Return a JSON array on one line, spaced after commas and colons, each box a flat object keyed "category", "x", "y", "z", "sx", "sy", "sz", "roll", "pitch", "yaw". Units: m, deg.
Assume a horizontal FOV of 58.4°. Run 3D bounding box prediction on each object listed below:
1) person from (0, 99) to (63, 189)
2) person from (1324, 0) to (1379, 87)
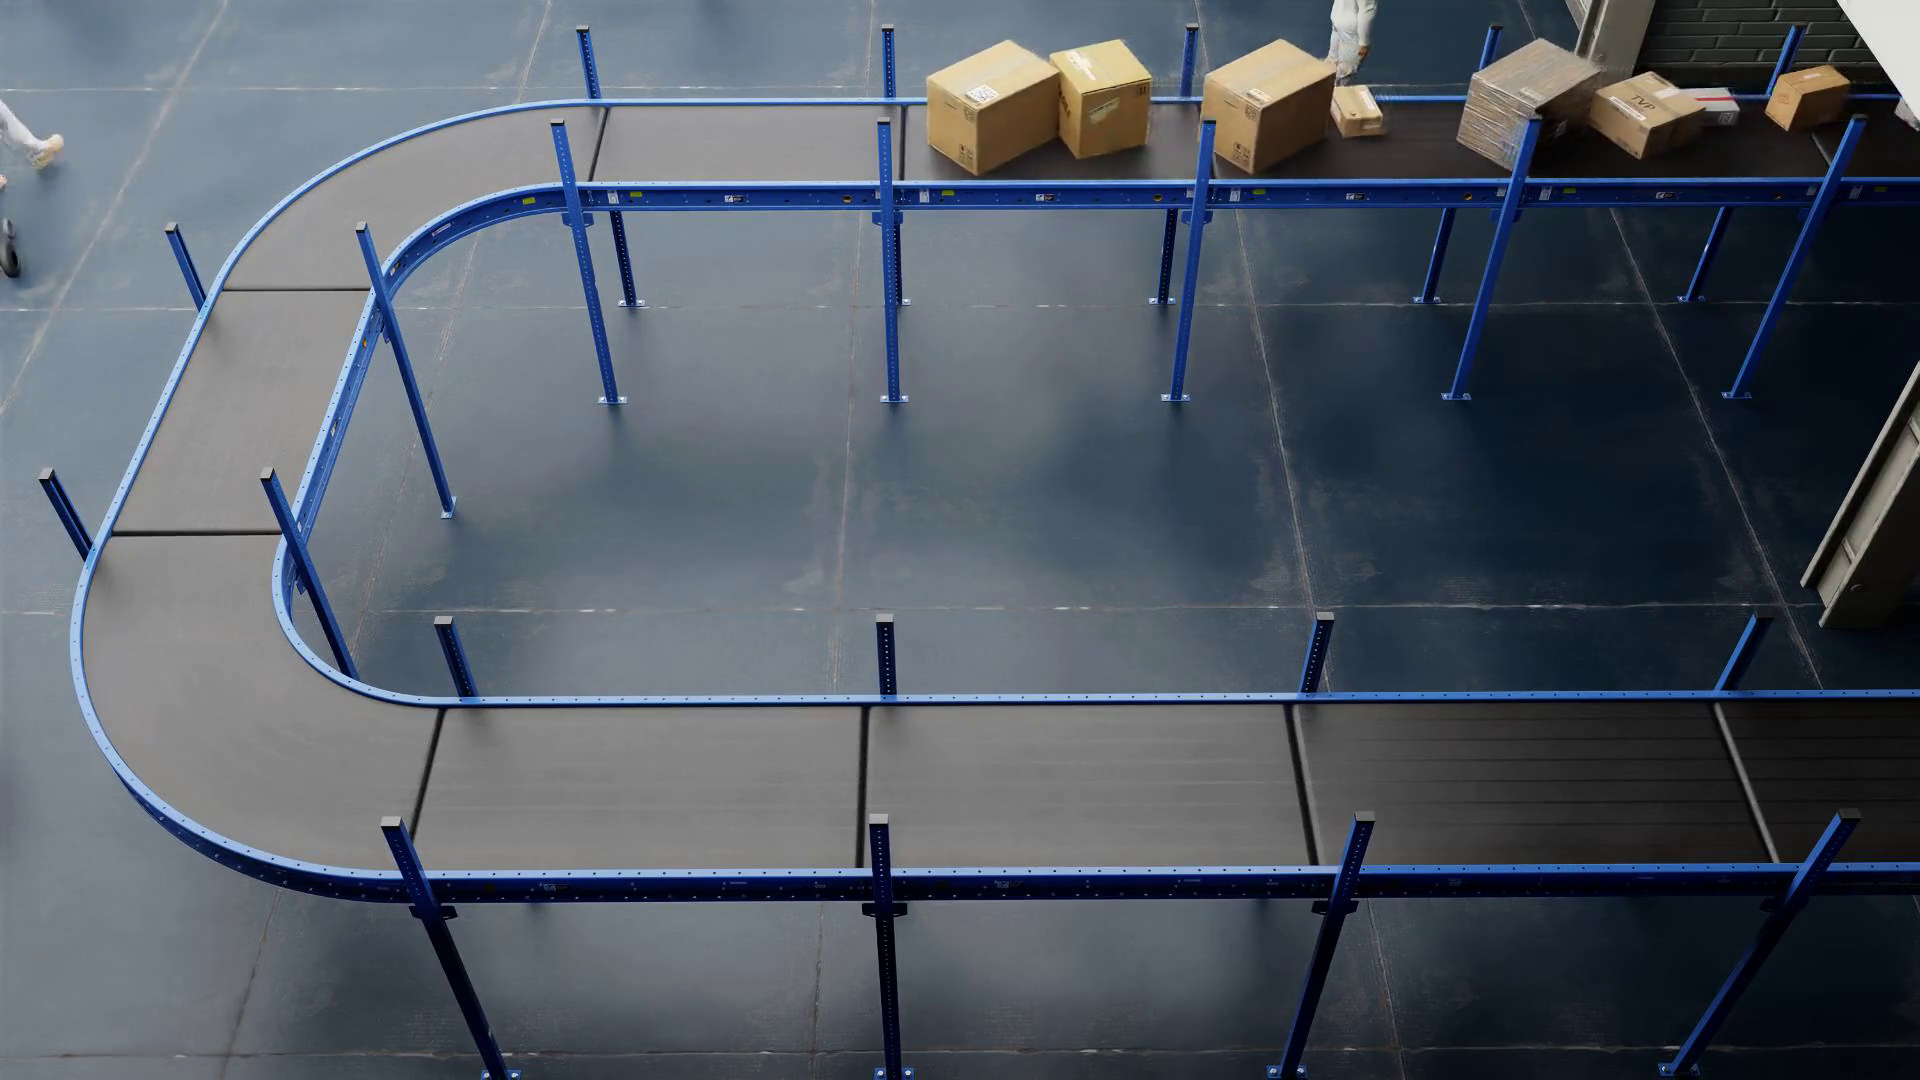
[{"category": "person", "x": -7.708, "y": -3.608, "z": 13.408, "sx": 0.660, "sy": 1.802, "sz": 0.901, "roll": 17, "pitch": 49, "yaw": 16}, {"category": "person", "x": 3.165, "y": -4.149, "z": 13.825, "sx": 0.371, "sy": 1.941, "sz": 0.627, "roll": -8, "pitch": 47, "yaw": -7}]
